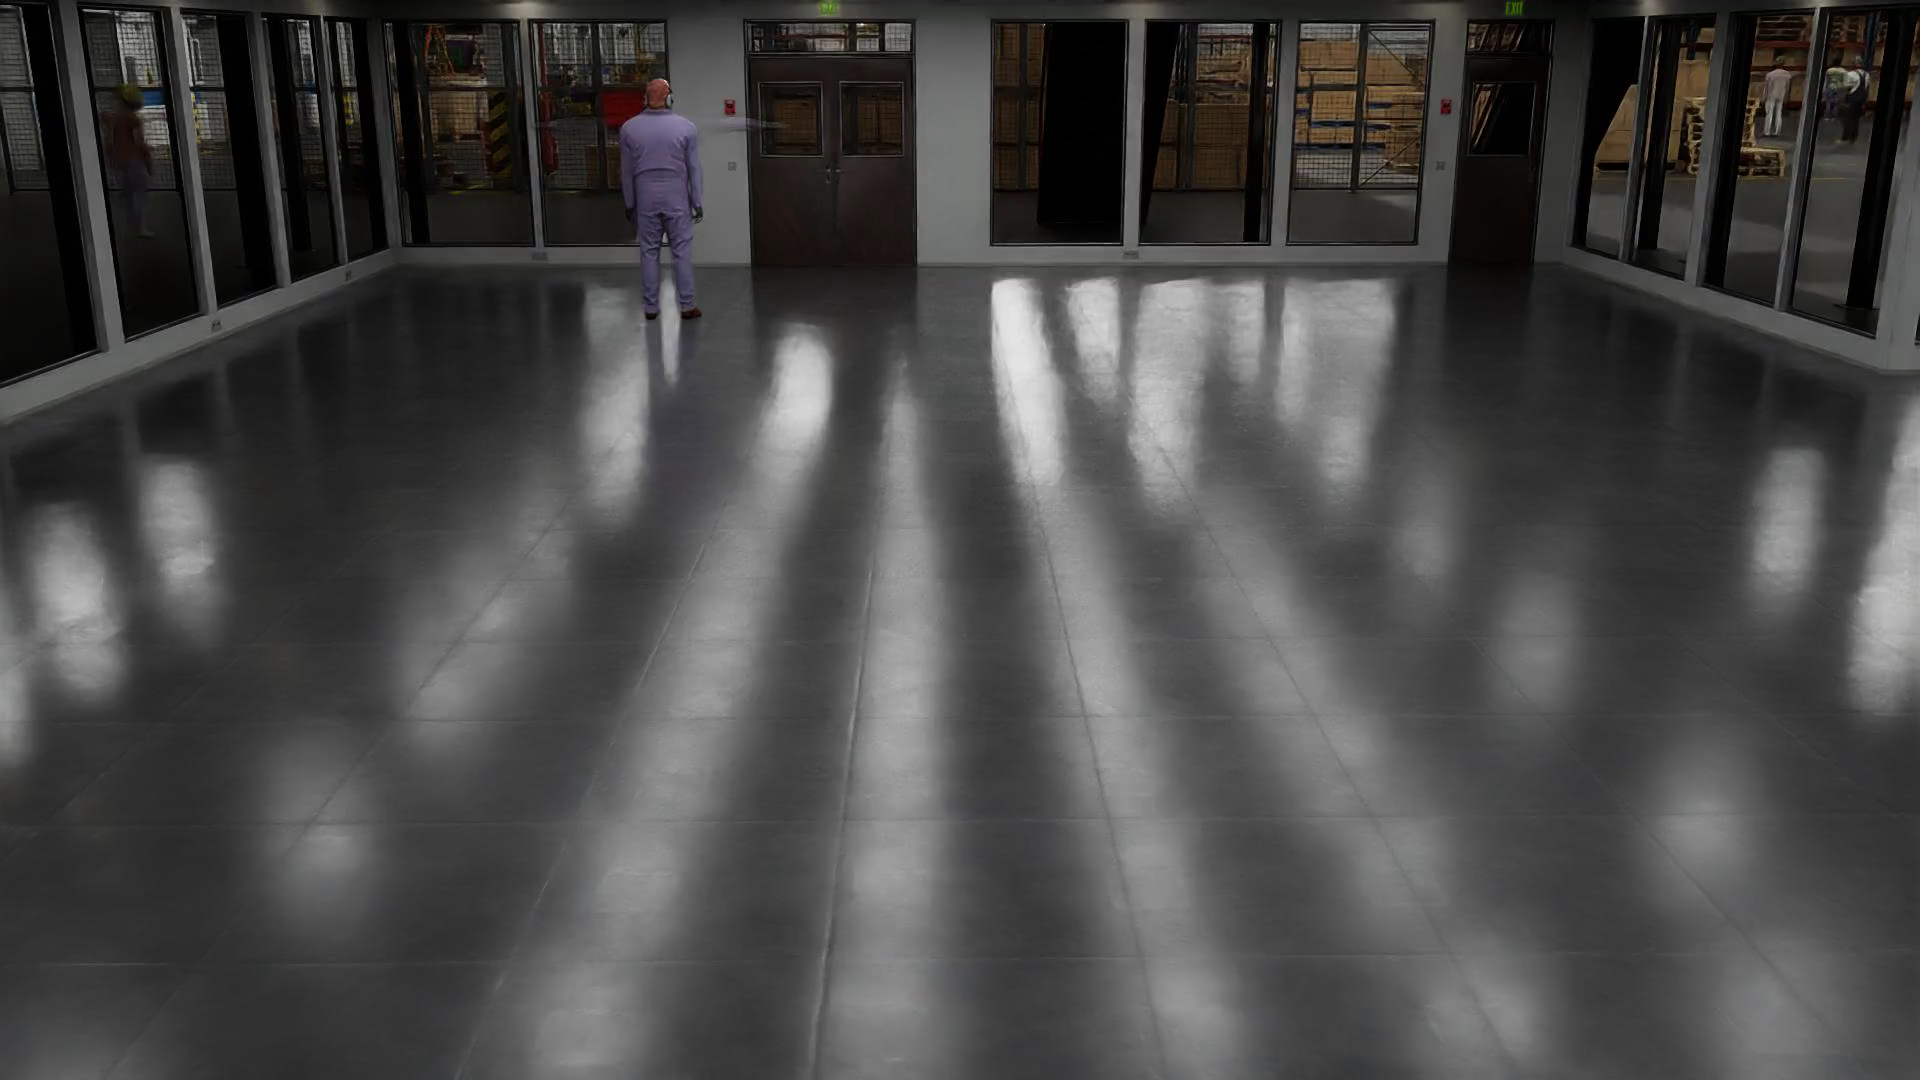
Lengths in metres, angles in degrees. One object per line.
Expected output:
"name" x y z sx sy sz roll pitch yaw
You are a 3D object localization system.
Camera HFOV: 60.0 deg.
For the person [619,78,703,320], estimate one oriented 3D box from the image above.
"person" -2.387 -2.733 13.403 0.652 1.906 0.403 0 16 -1
